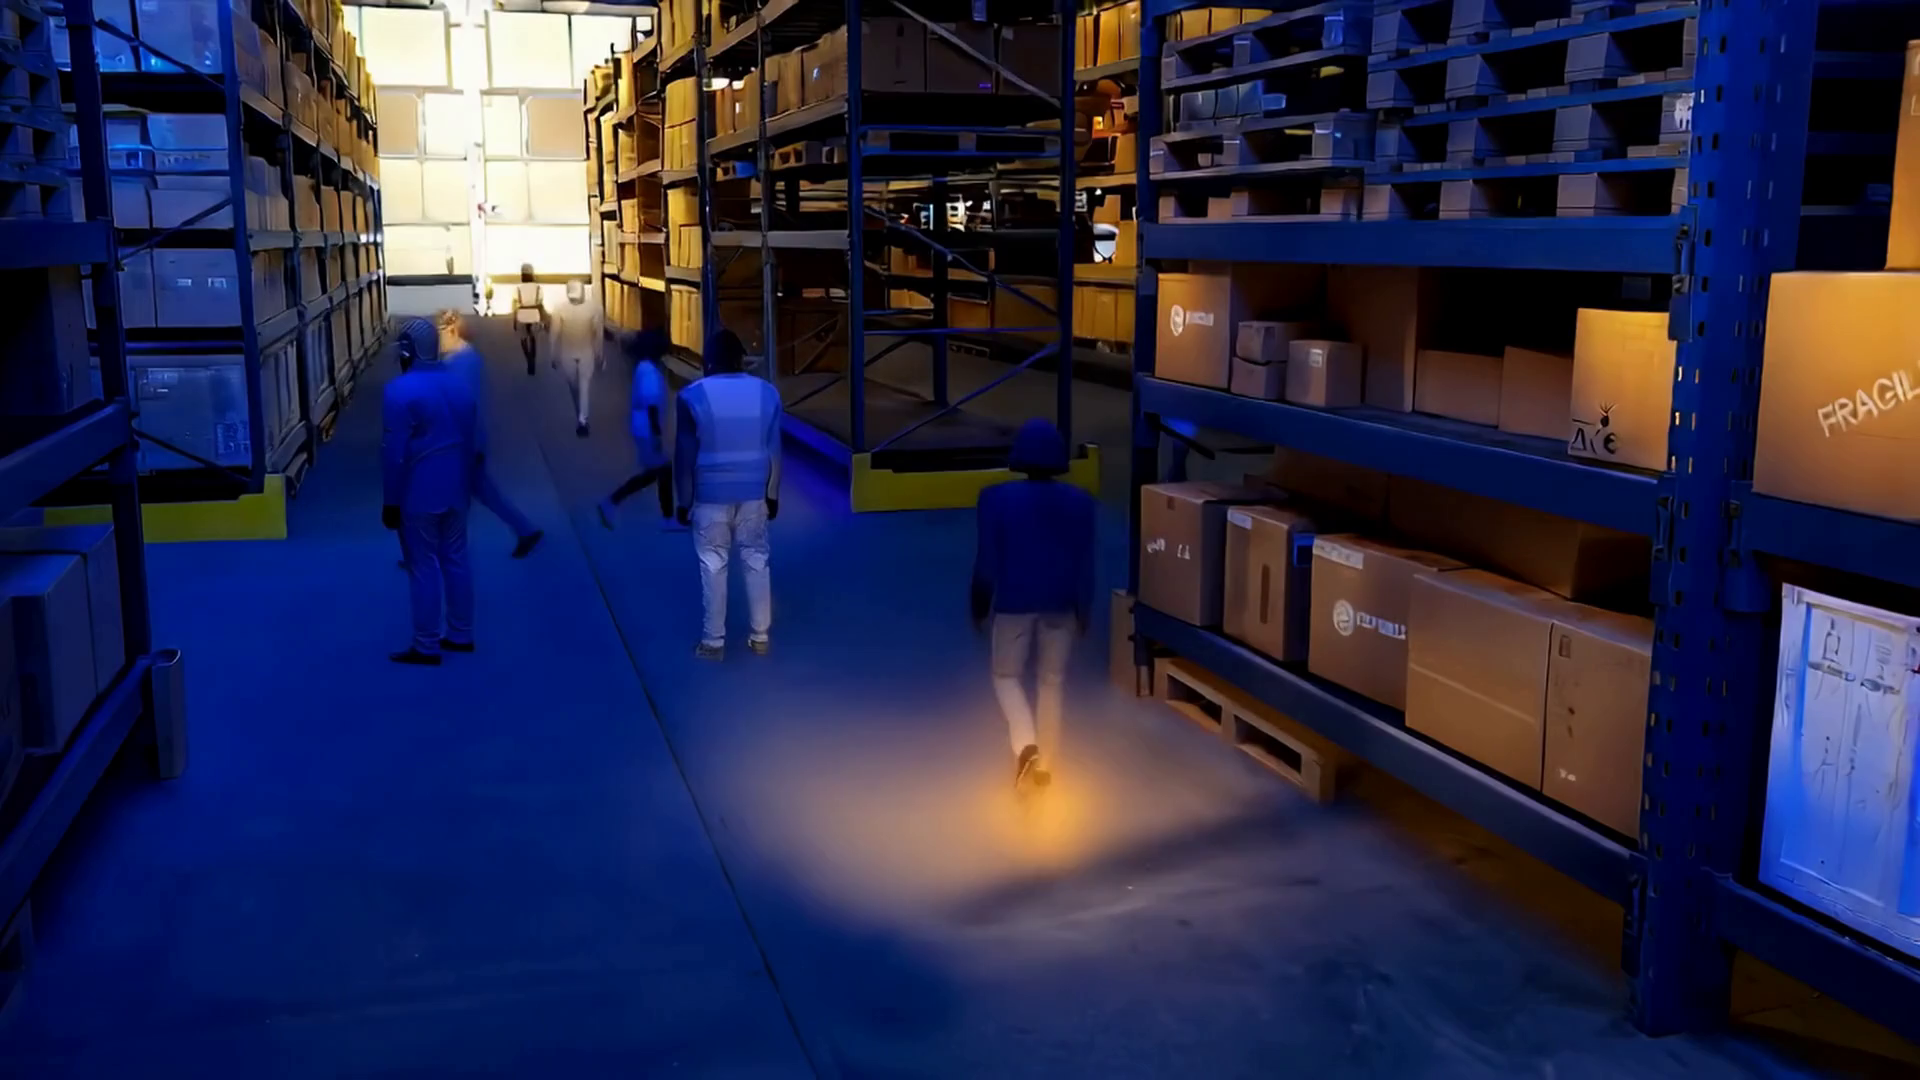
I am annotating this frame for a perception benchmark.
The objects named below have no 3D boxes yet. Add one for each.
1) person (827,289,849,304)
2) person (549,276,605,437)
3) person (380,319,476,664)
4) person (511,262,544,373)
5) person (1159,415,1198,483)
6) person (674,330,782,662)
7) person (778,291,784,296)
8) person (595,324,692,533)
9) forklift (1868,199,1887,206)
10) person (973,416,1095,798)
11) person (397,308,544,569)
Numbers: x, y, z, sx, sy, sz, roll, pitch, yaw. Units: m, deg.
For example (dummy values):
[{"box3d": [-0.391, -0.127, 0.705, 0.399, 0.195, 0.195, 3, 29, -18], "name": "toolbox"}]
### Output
[{"box3d": [-2.246, -4.384, 31.999, 0.641, 1.824, 0.560, -4, 11, -23], "name": "person"}, {"box3d": [-4.576, -2.217, 19.935, 0.645, 1.902, 0.991, -1, 10, -5], "name": "person"}, {"box3d": [-2.965, -0.268, 9.241, 0.400, 1.902, 0.641, 5, 11, 23], "name": "person"}, {"box3d": [-7.399, -3.798, 28.545, 0.552, 1.916, 0.739, -5, 11, -25], "name": "person"}, {"box3d": [1.785, -1.154, 13.878, 0.619, 1.989, 1.040, 5, 12, 26], "name": "person"}, {"box3d": [-1.297, -0.245, 9.267, 0.634, 1.839, 0.429, -6, 12, -29], "name": "person"}, {"box3d": [-4.967, -7.150, 46.692, 0.379, 1.996, 0.608, 7, 12, 32], "name": "person"}, {"box3d": [-2.483, -0.856, 13.051, 0.700, 1.677, 0.539, -1, 10, -8], "name": "person"}, {"box3d": [11.338, -2.915, 21.052, 1.129, 2.768, 1.873, -3, 11, -17], "name": "forklift"}, {"box3d": [0.320, 0.295, 6.915, 0.509, 1.613, 0.546, -2, 10, -9], "name": "person"}, {"box3d": [-3.513, -0.735, 11.921, 0.981, 1.863, 0.652, -3, 11, -14], "name": "person"}]
